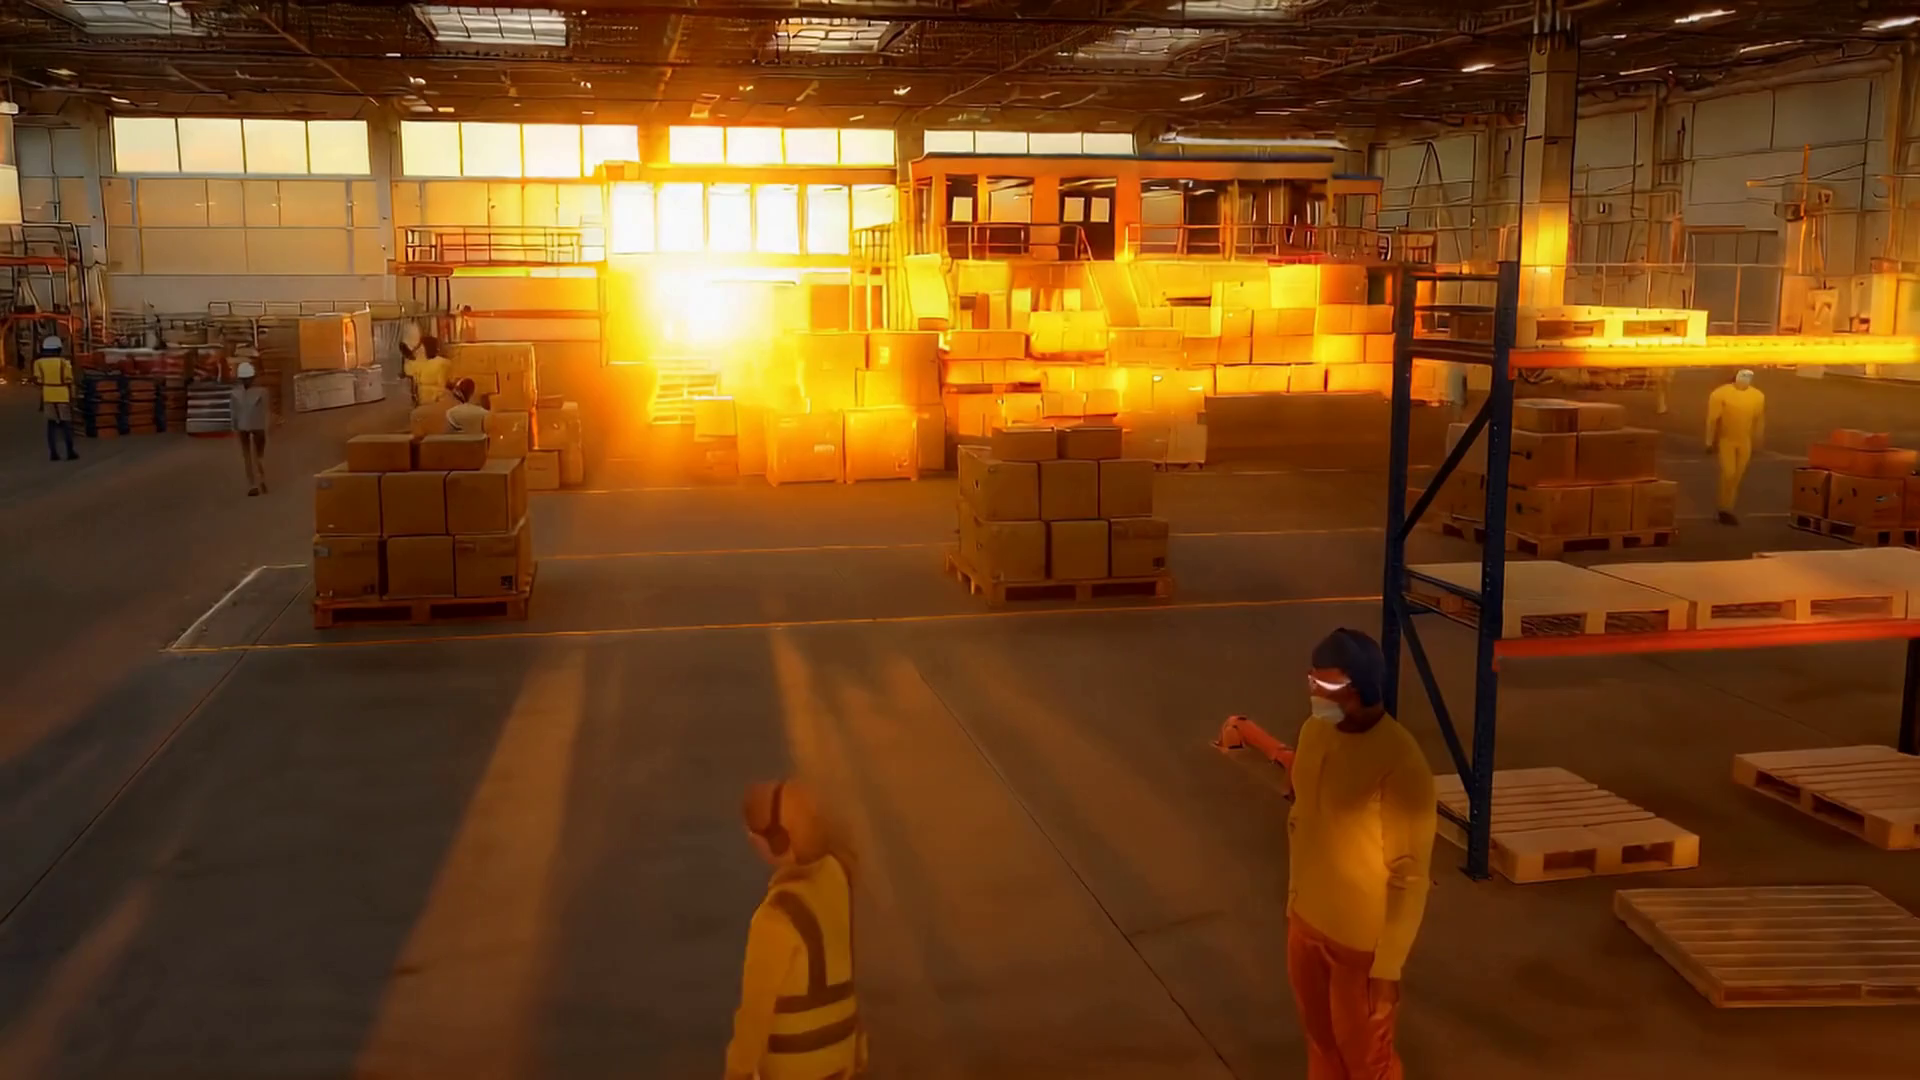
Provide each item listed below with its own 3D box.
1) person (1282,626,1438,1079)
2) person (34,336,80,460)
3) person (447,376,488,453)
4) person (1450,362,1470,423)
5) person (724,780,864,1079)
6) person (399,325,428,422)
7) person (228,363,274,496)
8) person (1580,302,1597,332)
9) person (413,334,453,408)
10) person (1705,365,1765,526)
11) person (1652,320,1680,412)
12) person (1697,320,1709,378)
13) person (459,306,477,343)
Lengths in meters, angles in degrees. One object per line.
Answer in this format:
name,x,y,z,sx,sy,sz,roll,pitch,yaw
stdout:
person,1.185,1.210,5.119,0.373,1.937,0.630,-3,10,-20
person,-14.097,-2.206,25.937,0.547,1.938,0.379,-2,9,-11
person,-5.167,-0.782,17.449,0.328,1.877,0.513,6,11,33
person,8.046,-2.297,26.686,0.328,1.876,0.513,0,9,0
person,-0.495,1.454,4.679,0.869,1.586,0.535,2,10,13
person,-10.602,-3.230,32.348,0.595,1.889,0.851,-1,9,-8
person,-9.319,-1.444,21.833,0.556,1.747,0.485,-1,9,-6
person,19.993,-6.562,52.549,0.629,1.904,0.921,-2,9,-10
person,-8.375,-2.300,26.464,0.637,1.952,0.498,0,9,-2
person,9.019,-1.103,19.266,0.661,1.915,0.676,-1,9,-6
person,14.600,-3.593,34.443,0.566,1.922,0.600,8,12,41
person,20.056,-5.209,44.874,0.399,1.716,0.516,6,11,31
person,-14.807,-6.123,50.095,0.505,1.846,0.346,0,9,-2
